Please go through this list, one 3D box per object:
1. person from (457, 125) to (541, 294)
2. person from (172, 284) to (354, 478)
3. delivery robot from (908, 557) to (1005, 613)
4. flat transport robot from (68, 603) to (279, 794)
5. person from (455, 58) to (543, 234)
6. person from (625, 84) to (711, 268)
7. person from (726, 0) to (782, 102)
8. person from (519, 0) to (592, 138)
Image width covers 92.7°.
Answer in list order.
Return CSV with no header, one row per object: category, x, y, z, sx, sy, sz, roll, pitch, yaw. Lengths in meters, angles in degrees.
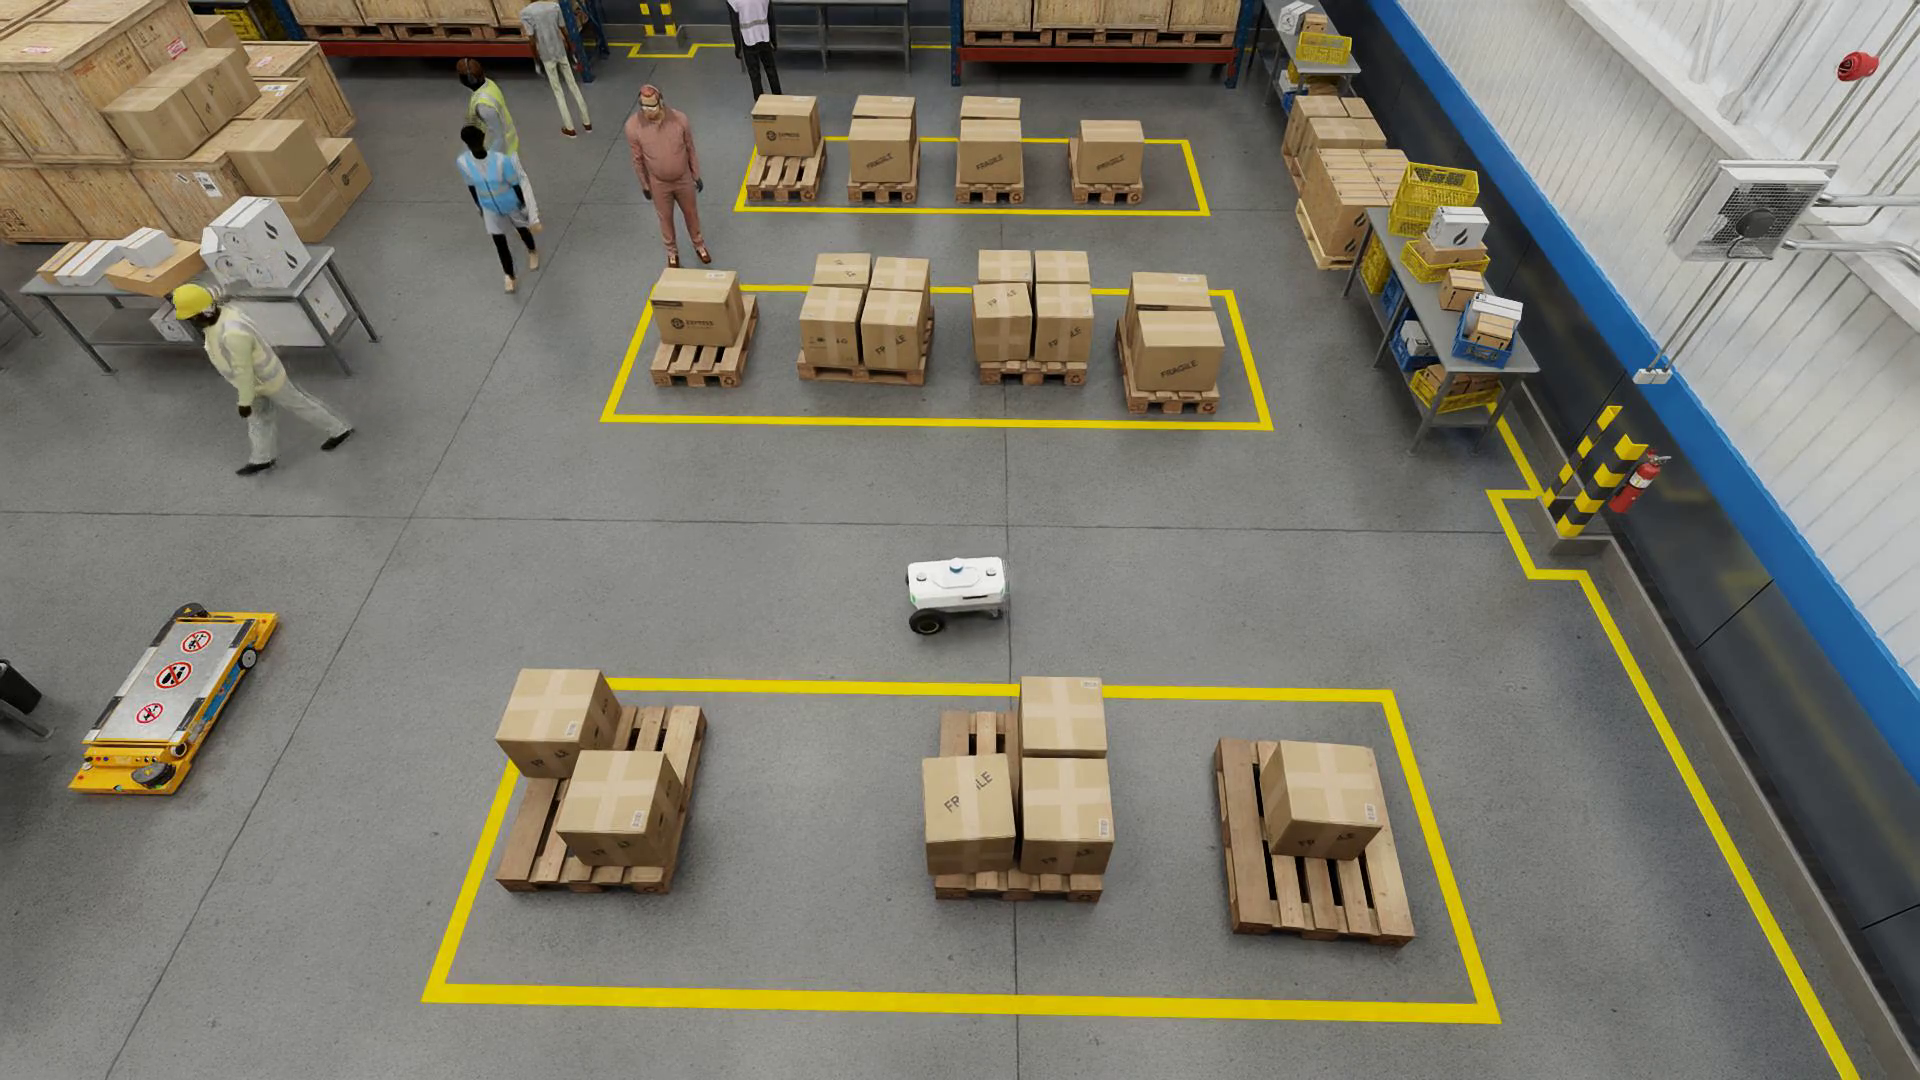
person,-4.649,-3.344,9.273,0.541,1.647,0.870,-8,50,-7
person,-5.792,-1.259,7.435,0.585,1.768,0.958,28,55,22
delivery robot,-0.025,0.323,6.832,0.707,0.478,0.477,-4,50,-3
flat transport robot,-5.504,1.072,6.442,0.652,0.197,1.431,1,50,1
person,-4.979,-4.248,9.922,0.429,1.842,0.633,-14,51,-12
person,-2.967,-3.701,9.419,0.642,1.905,0.399,-17,52,-14
person,-2.595,-6.334,11.639,0.590,1.918,0.399,-24,54,-19
person,-5.043,-5.981,11.371,0.538,1.867,0.313,-32,57,-24
